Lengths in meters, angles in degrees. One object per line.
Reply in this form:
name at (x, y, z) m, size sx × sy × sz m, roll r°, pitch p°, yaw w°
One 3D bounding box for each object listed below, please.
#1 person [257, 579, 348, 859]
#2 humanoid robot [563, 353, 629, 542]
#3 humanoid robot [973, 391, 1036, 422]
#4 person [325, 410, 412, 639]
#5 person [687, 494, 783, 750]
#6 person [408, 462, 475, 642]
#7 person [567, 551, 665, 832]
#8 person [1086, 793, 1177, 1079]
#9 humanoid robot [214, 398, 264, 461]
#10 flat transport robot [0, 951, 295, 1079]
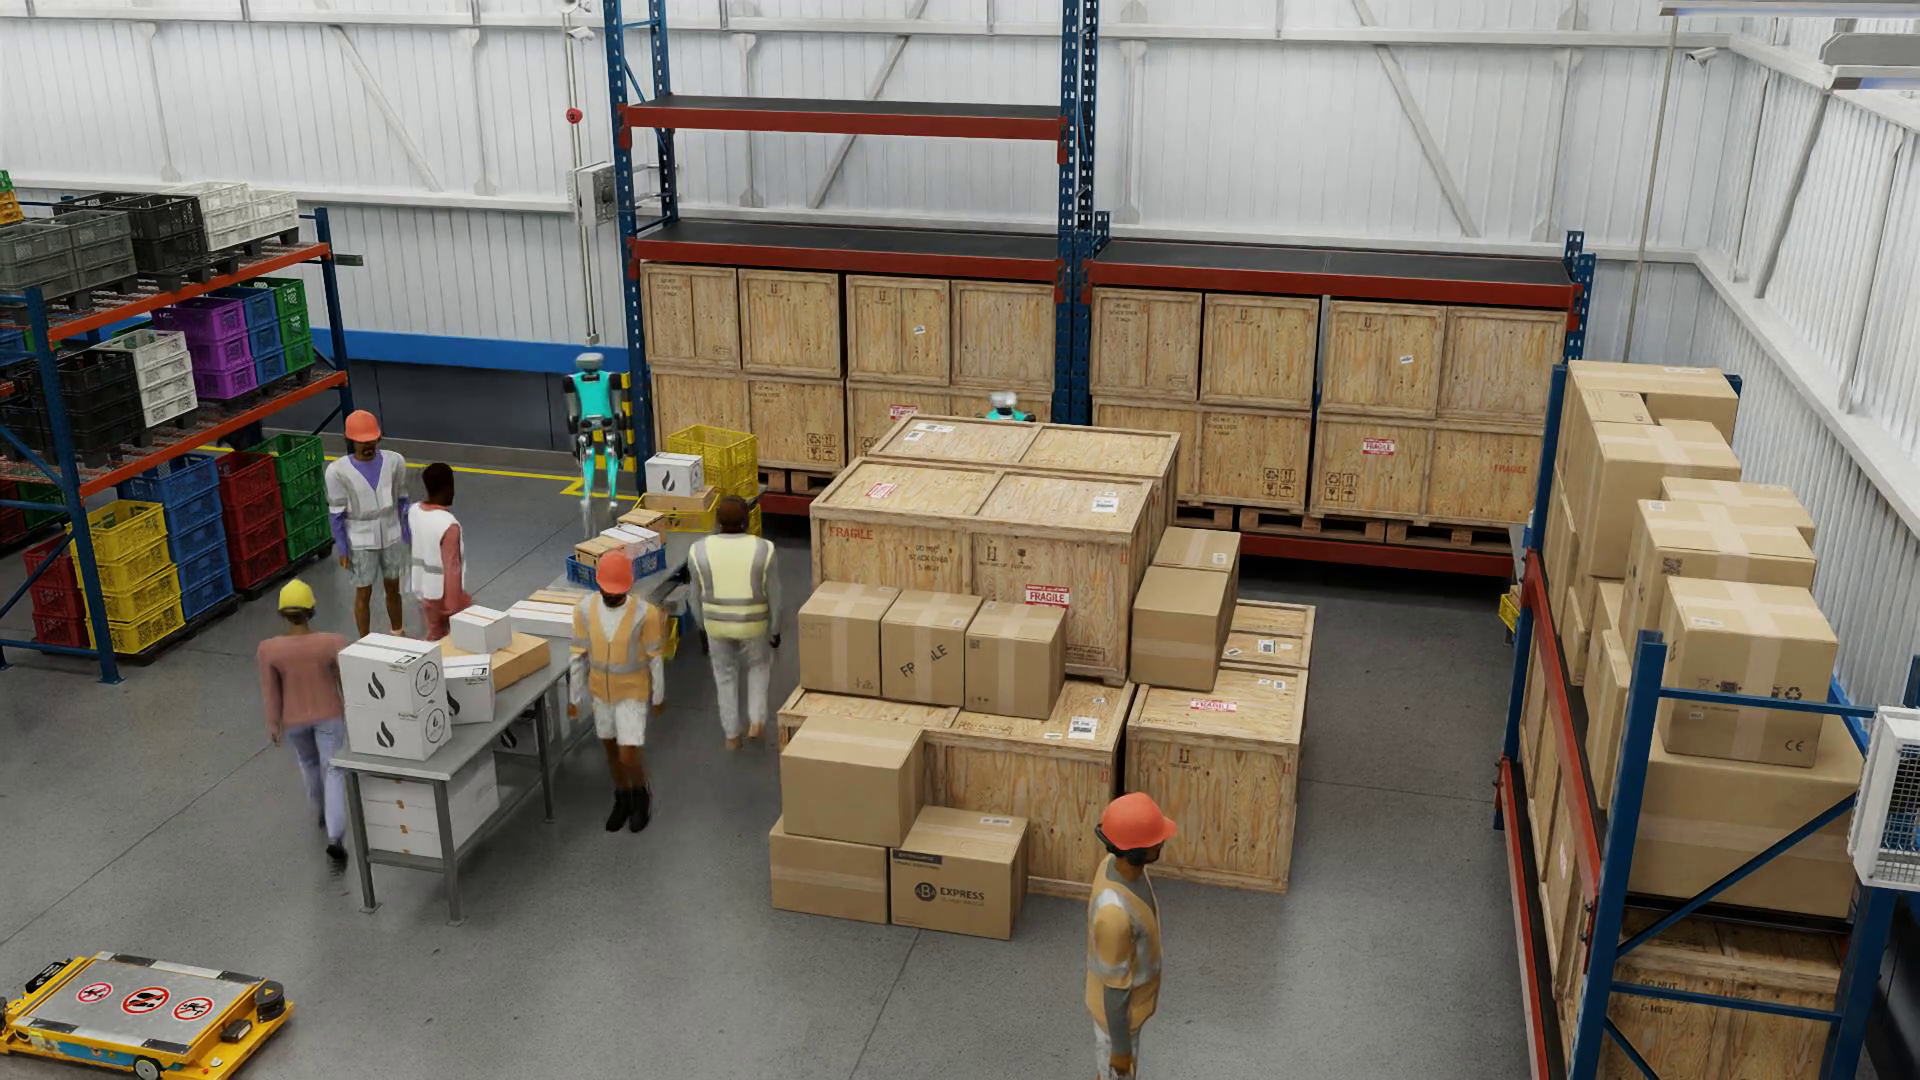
person at (-3.949, 1.087, 10.149) m, size 0.533 × 1.737 × 0.832 m, roll -5°, pitch 22°, yaw -13°
humanoid robot at (-3.268, -0.694, 14.934) m, size 0.541 × 1.841 × 0.855 m, roll -2°, pitch 21°, yaw -4°
humanoid robot at (0.340, -0.470, 14.274) m, size 0.531 × 1.812 × 0.797 m, roll -2°, pitch 21°, yaw -6°
person at (-4.408, -0.005, 12.577) m, size 0.607 × 2.043 × 0.395 m, roll -17°, pitch 27°, yaw -37°
person at (-1.514, 0.576, 11.347) m, size 0.631 × 1.830 × 0.440 m, roll -1°, pitch 21°, yaw -2°
person at (-3.721, 0.363, 11.847) m, size 0.600 × 1.874 × 0.878 m, roll 20°, pitch 28°, yaw 41°
person at (-2.124, 0.945, 10.273) m, size 0.578 × 1.909 × 0.468 m, roll 5°, pitch 22°, yaw 14°
person at (0.732, 2.020, 7.274) m, size 0.359 × 2.046 × 0.613 m, roll 3°, pitch 21°, yaw 9°
humanoid robot at (-6.850, -1.020, 15.797) m, size 0.600 × 1.617 × 0.797 m, roll 11°, pitch 24°, yaw 27°
flat transport robot at (-4.270, 2.464, 8.601) m, size 1.431 × 0.231 × 0.659 m, roll 5°, pitch 22°, yaw 13°
